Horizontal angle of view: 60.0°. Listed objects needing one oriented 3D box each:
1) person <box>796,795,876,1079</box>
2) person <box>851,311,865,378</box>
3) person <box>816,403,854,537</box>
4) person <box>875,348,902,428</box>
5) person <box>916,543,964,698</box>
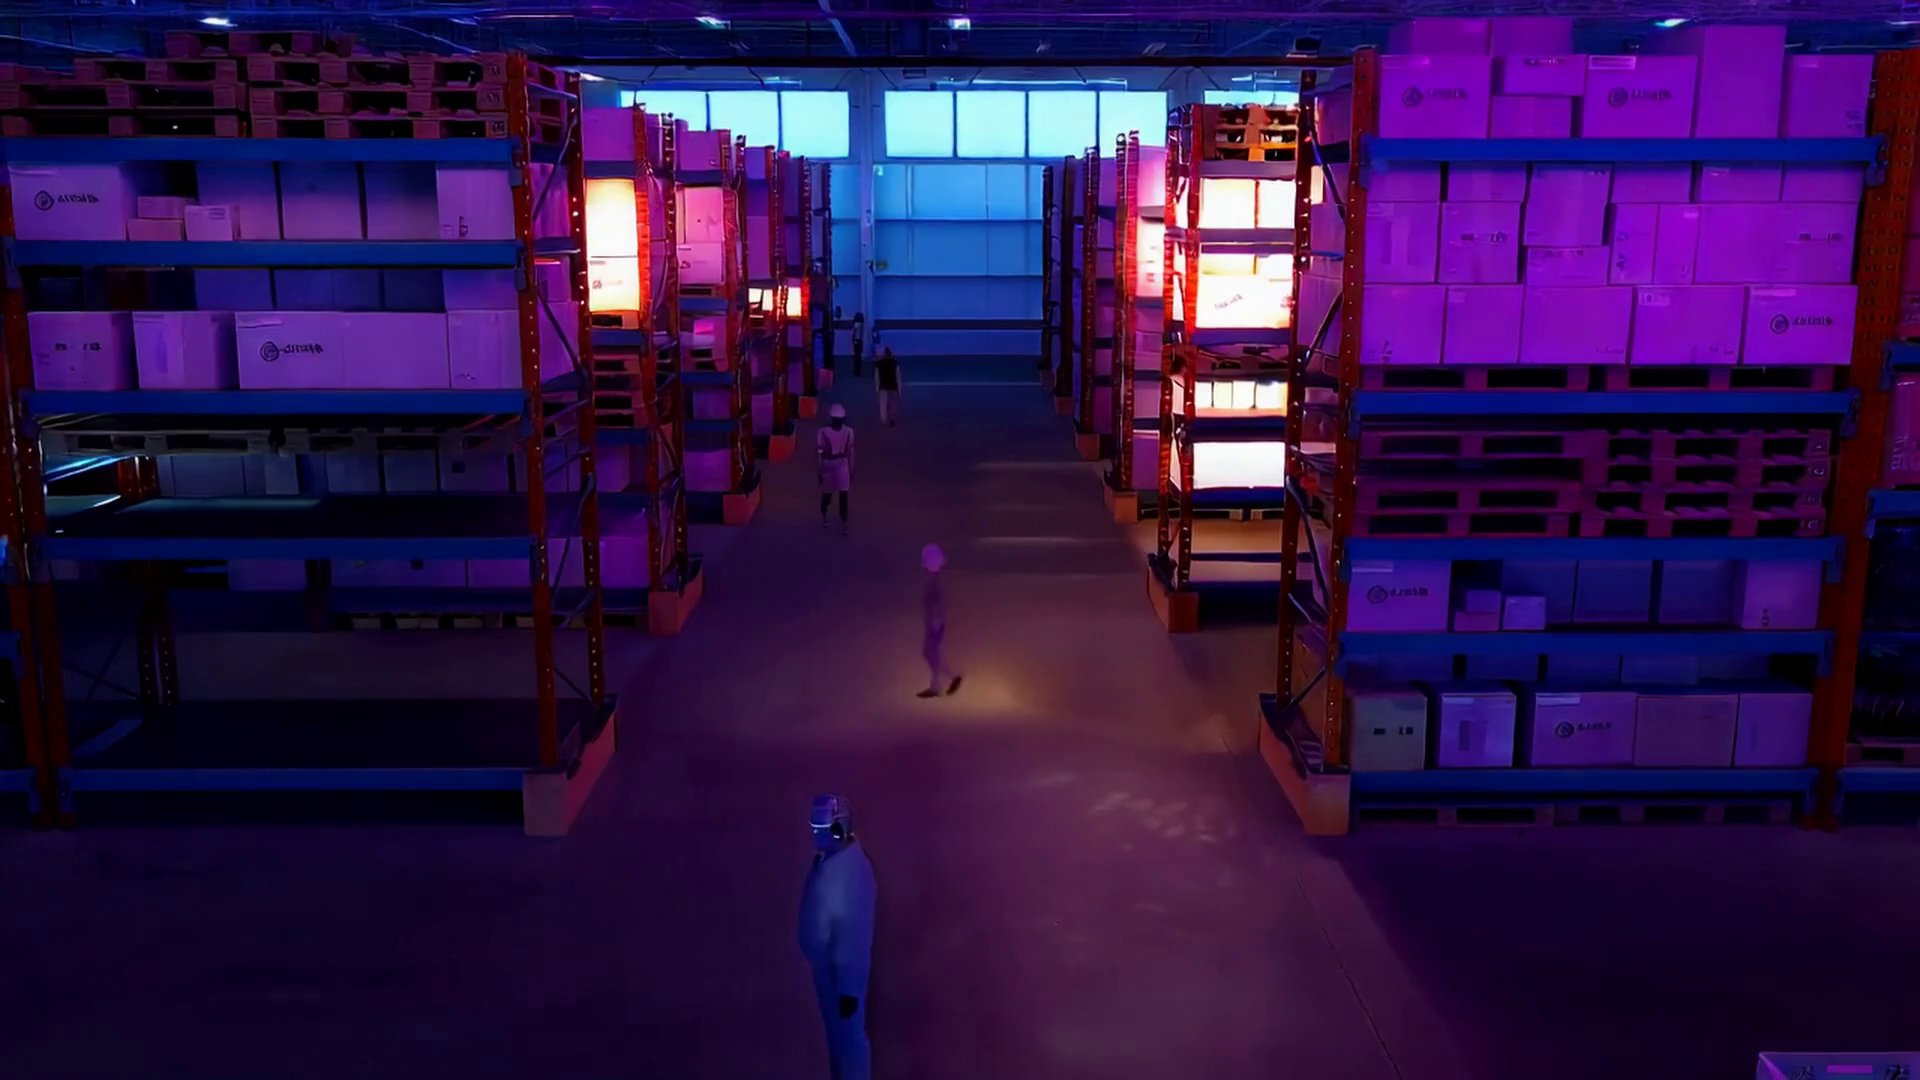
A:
[{"bbox_3d":[-0.671,2.271,8.867,0.405,1.906,0.653,-4,12,-17],"label":"person"},{"bbox_3d":[-2.956,-5.661,48.144,0.388,1.921,0.593,-2,12,-8],"label":"person"},{"bbox_3d":[-1.908,-1.100,25.310,0.611,2.022,0.883,-4,12,-17],"label":"person"},{"bbox_3d":[-1.613,-3.410,37.346,0.628,1.792,0.992,1,11,7],"label":"person"},{"bbox_3d":[-0.218,0.826,16.707,0.418,1.622,0.514,2,12,9],"label":"person"}]
